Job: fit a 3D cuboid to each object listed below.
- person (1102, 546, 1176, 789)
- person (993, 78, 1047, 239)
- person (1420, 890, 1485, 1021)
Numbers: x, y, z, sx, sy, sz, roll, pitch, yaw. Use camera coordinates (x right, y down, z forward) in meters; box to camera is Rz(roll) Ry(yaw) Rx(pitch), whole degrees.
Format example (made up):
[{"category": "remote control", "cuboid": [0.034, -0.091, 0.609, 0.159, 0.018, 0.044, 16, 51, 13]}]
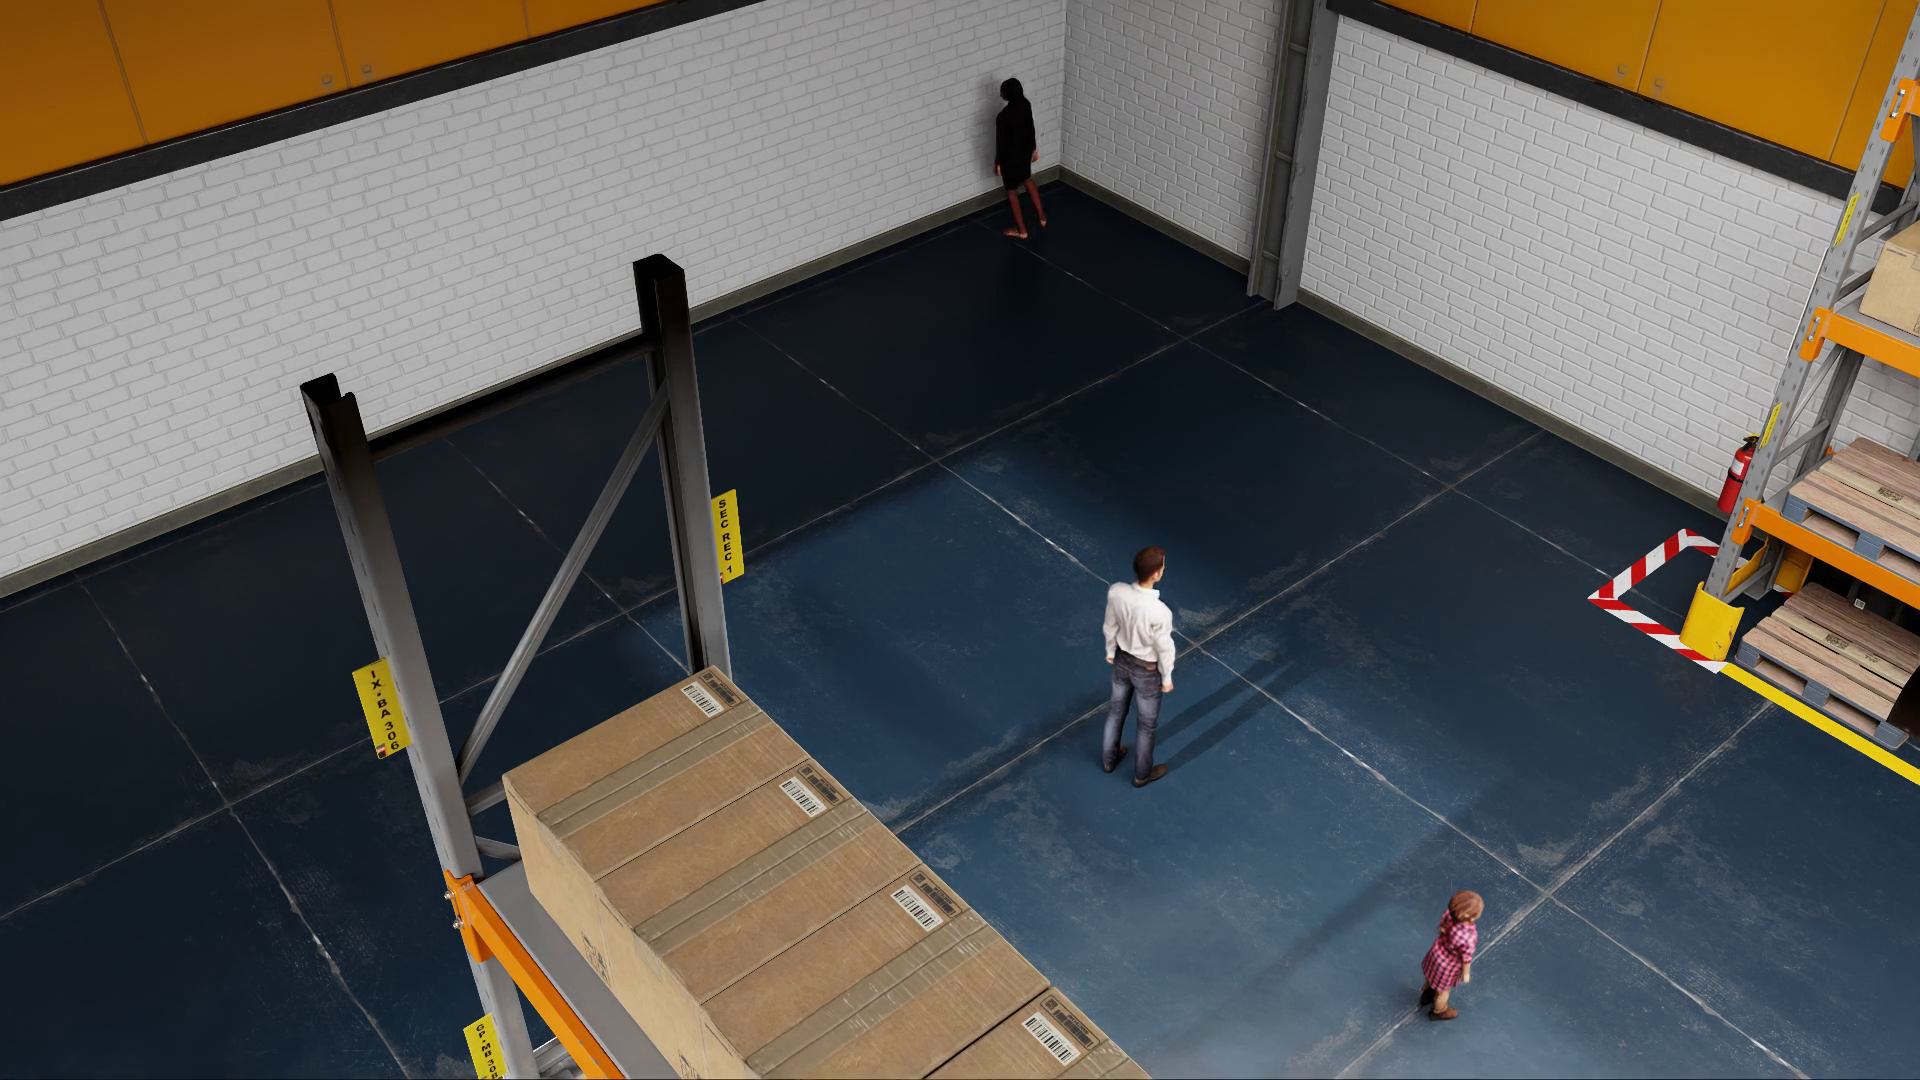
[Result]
[{"category": "person", "cuboid": [1.130, 0.814, 10.568, 0.531, 1.867, 0.756, 28, 46, 31]}, {"category": "person", "cuboid": [0.584, -3.777, 16.461, 0.849, 1.688, 0.592, -24, 44, -27]}, {"category": "person", "cuboid": [2.752, 2.327, 9.351, 0.546, 1.021, 0.460, -11, 40, -13]}]
